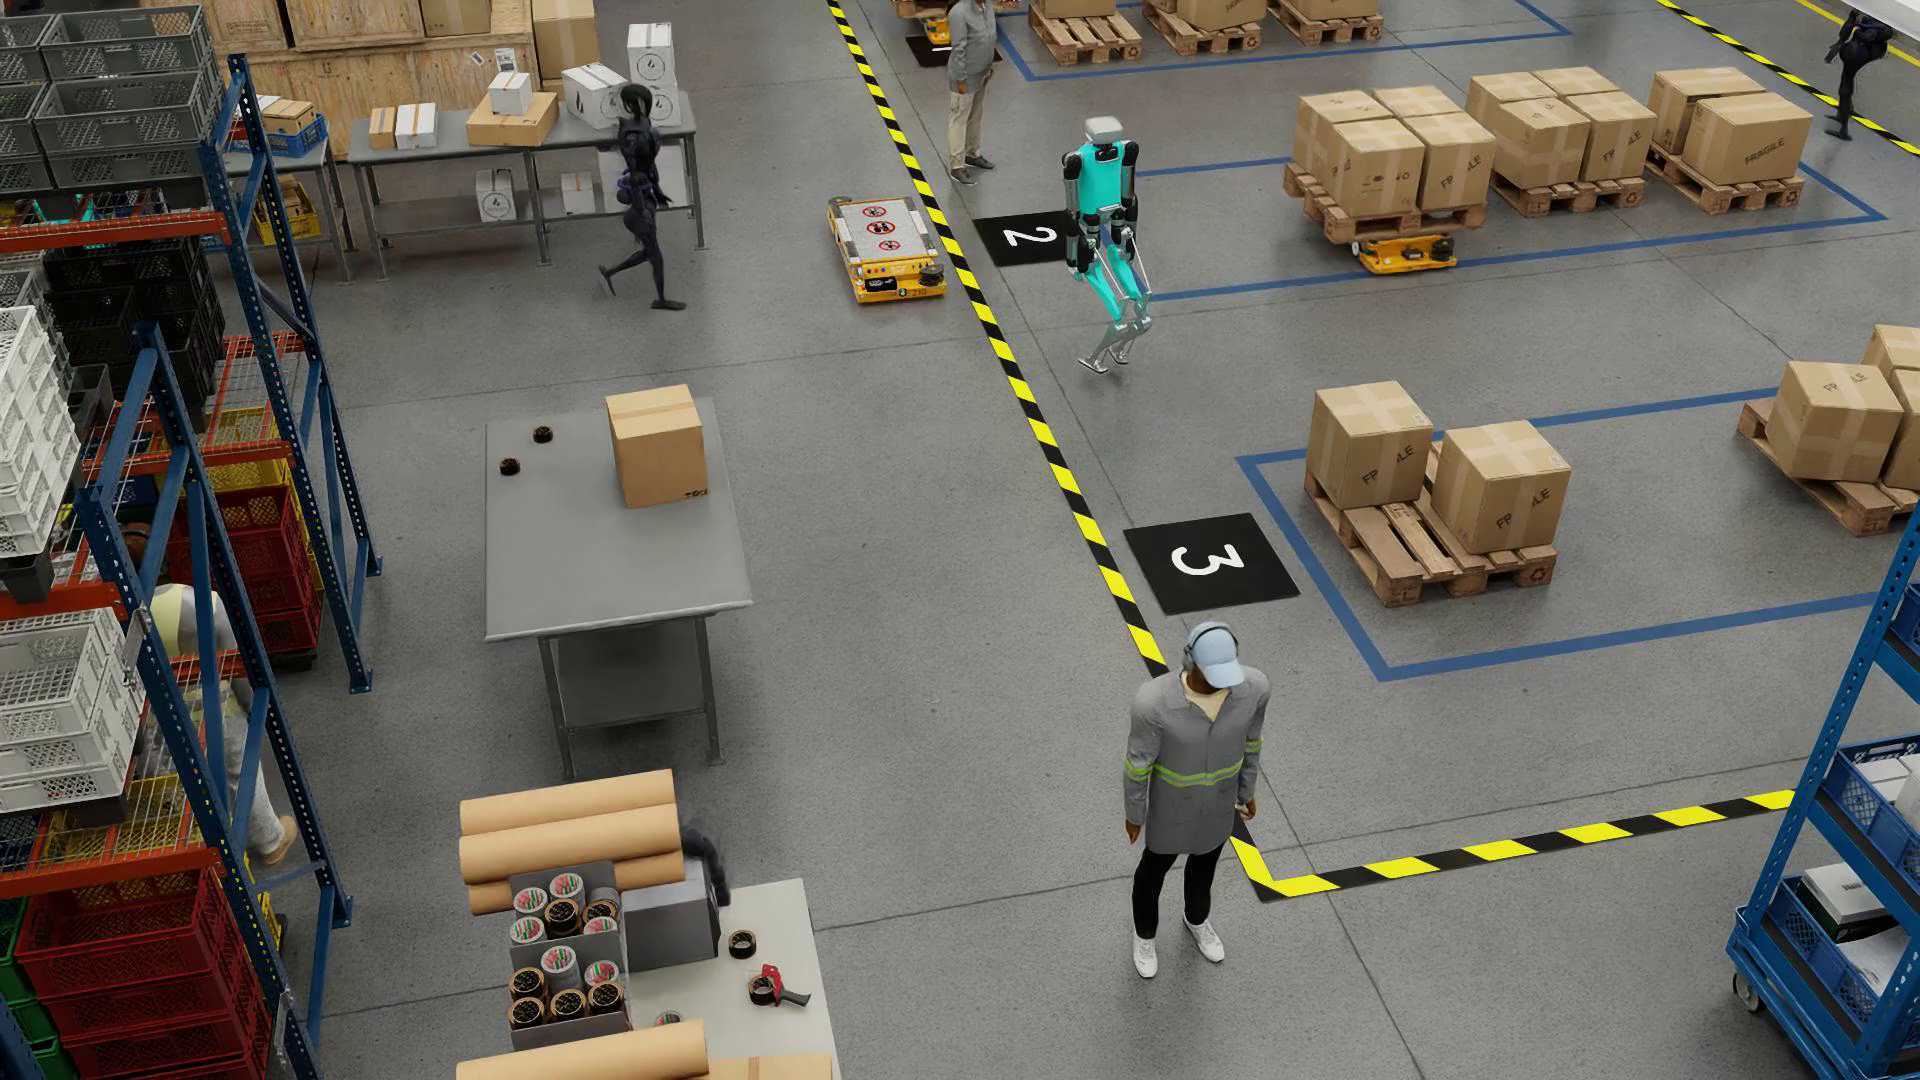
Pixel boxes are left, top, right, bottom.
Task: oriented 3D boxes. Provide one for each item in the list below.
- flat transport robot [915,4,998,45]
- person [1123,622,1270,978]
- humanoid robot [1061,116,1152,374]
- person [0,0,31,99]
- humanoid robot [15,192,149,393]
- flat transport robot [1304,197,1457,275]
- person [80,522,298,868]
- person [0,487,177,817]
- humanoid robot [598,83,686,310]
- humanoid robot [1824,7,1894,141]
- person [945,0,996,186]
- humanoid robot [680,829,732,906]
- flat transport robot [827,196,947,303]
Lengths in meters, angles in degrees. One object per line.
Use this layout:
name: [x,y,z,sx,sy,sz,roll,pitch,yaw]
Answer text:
flat transport robot: [-0.101,-5.321,16.682,0.652,0.197,1.431,-8,37,-10]
person: [0.955,1.066,6.795,0.596,1.851,0.384,-9,38,-12]
humanoid robot: [1.002,-1.818,10.655,0.533,1.677,0.735,-17,40,-22]
person: [-8.427,-4.544,14.255,0.403,1.946,0.608,9,38,12]
humanoid robot: [-5.266,-1.405,10.127,0.530,1.689,0.746,-14,39,-18]
flat transport robot: [3.231,-2.484,12.869,0.652,0.197,1.431,-8,37,-10]
person: [-3.364,0.706,7.298,0.623,1.838,0.431,0,37,0]
person: [-3.948,0.522,7.540,0.590,1.832,0.404,5,37,7]
humanoid robot: [-2.294,-2.371,11.571,0.642,1.629,0.588,1,37,2]
humanoid robot: [7.634,-4.236,14.074,0.613,1.645,0.449,-15,39,-19]
person: [0.084,-3.767,13.363,0.401,1.763,0.561,18,40,23]
humanoid robot: [-1.128,1.451,6.448,0.607,1.630,0.546,-1,37,-1]
flat transport robot: [-0.570,-2.220,12.538,0.659,0.231,1.431,-8,37,-10]
